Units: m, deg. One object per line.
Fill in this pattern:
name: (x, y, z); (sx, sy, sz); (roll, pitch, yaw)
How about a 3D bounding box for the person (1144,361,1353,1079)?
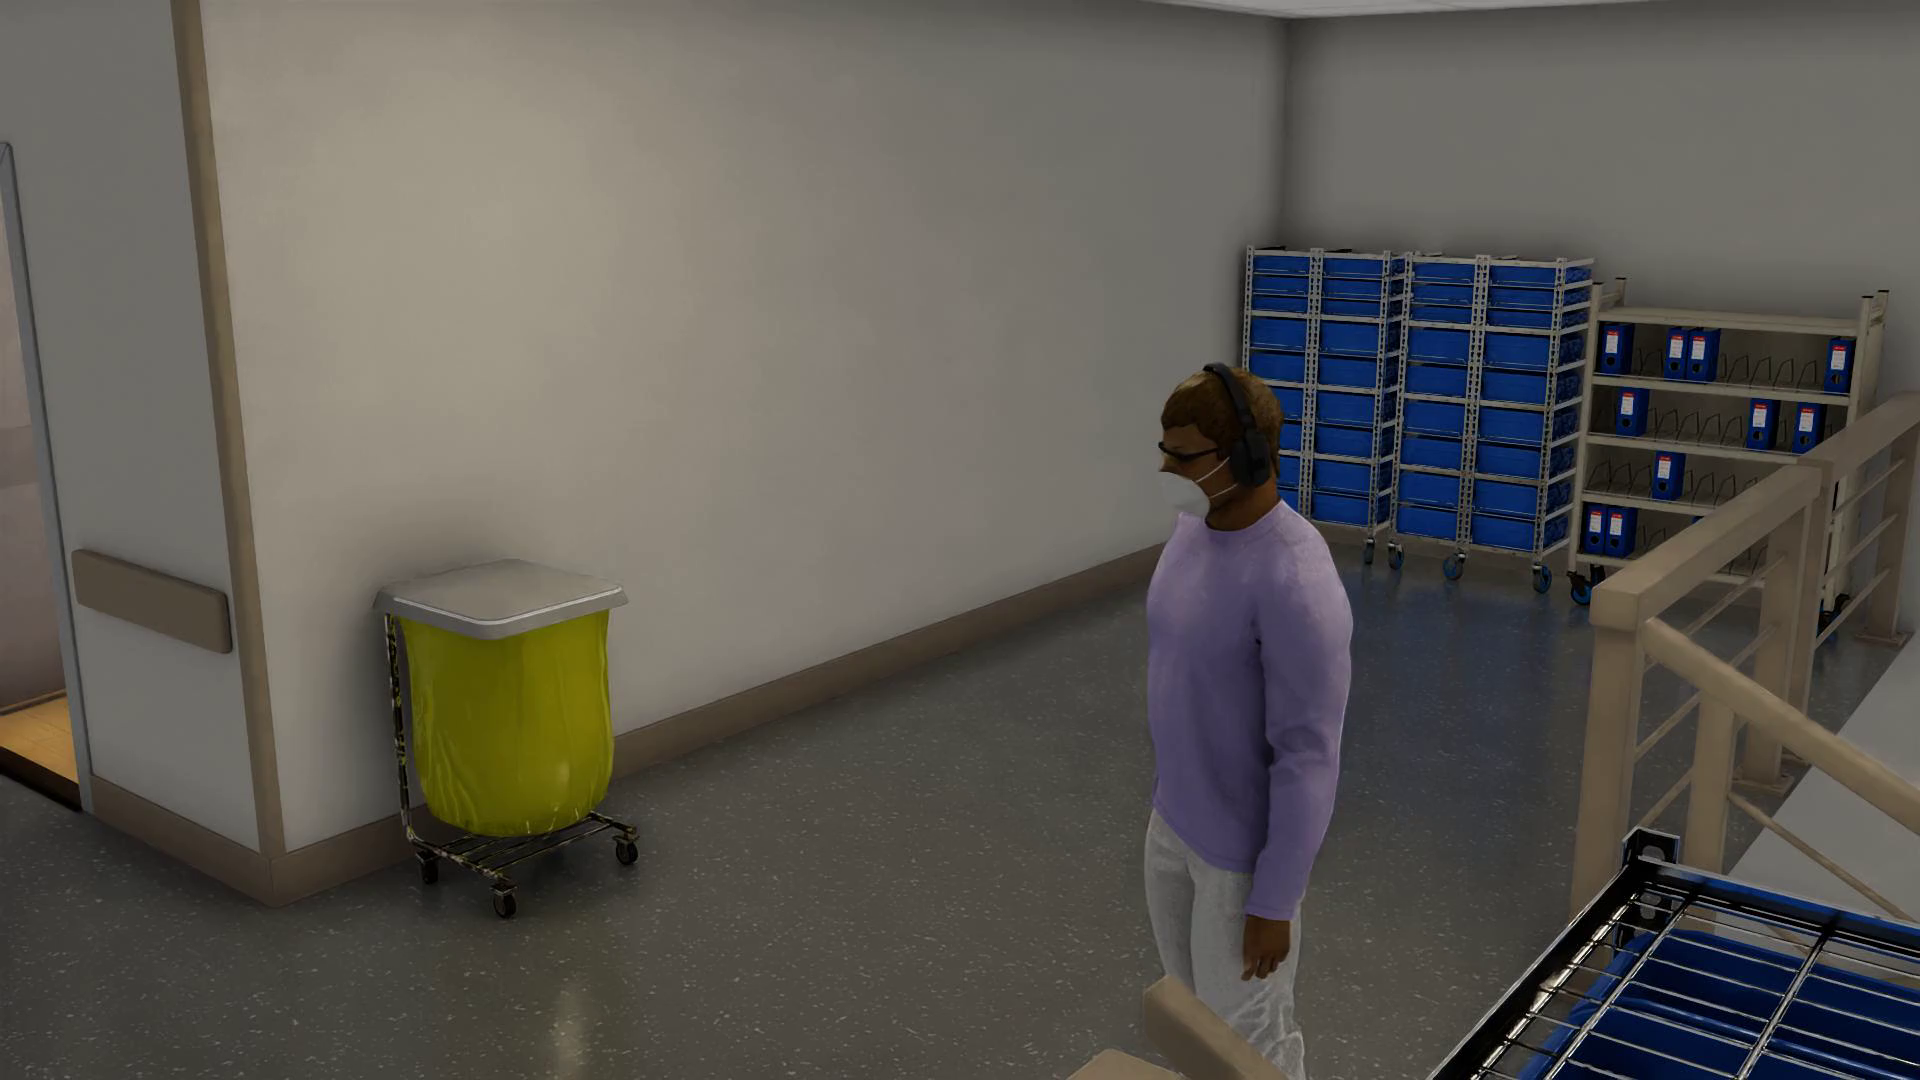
person: (0.526, 0.606, 3.325); (0.372, 1.934, 0.627); (-4, 14, -15)
